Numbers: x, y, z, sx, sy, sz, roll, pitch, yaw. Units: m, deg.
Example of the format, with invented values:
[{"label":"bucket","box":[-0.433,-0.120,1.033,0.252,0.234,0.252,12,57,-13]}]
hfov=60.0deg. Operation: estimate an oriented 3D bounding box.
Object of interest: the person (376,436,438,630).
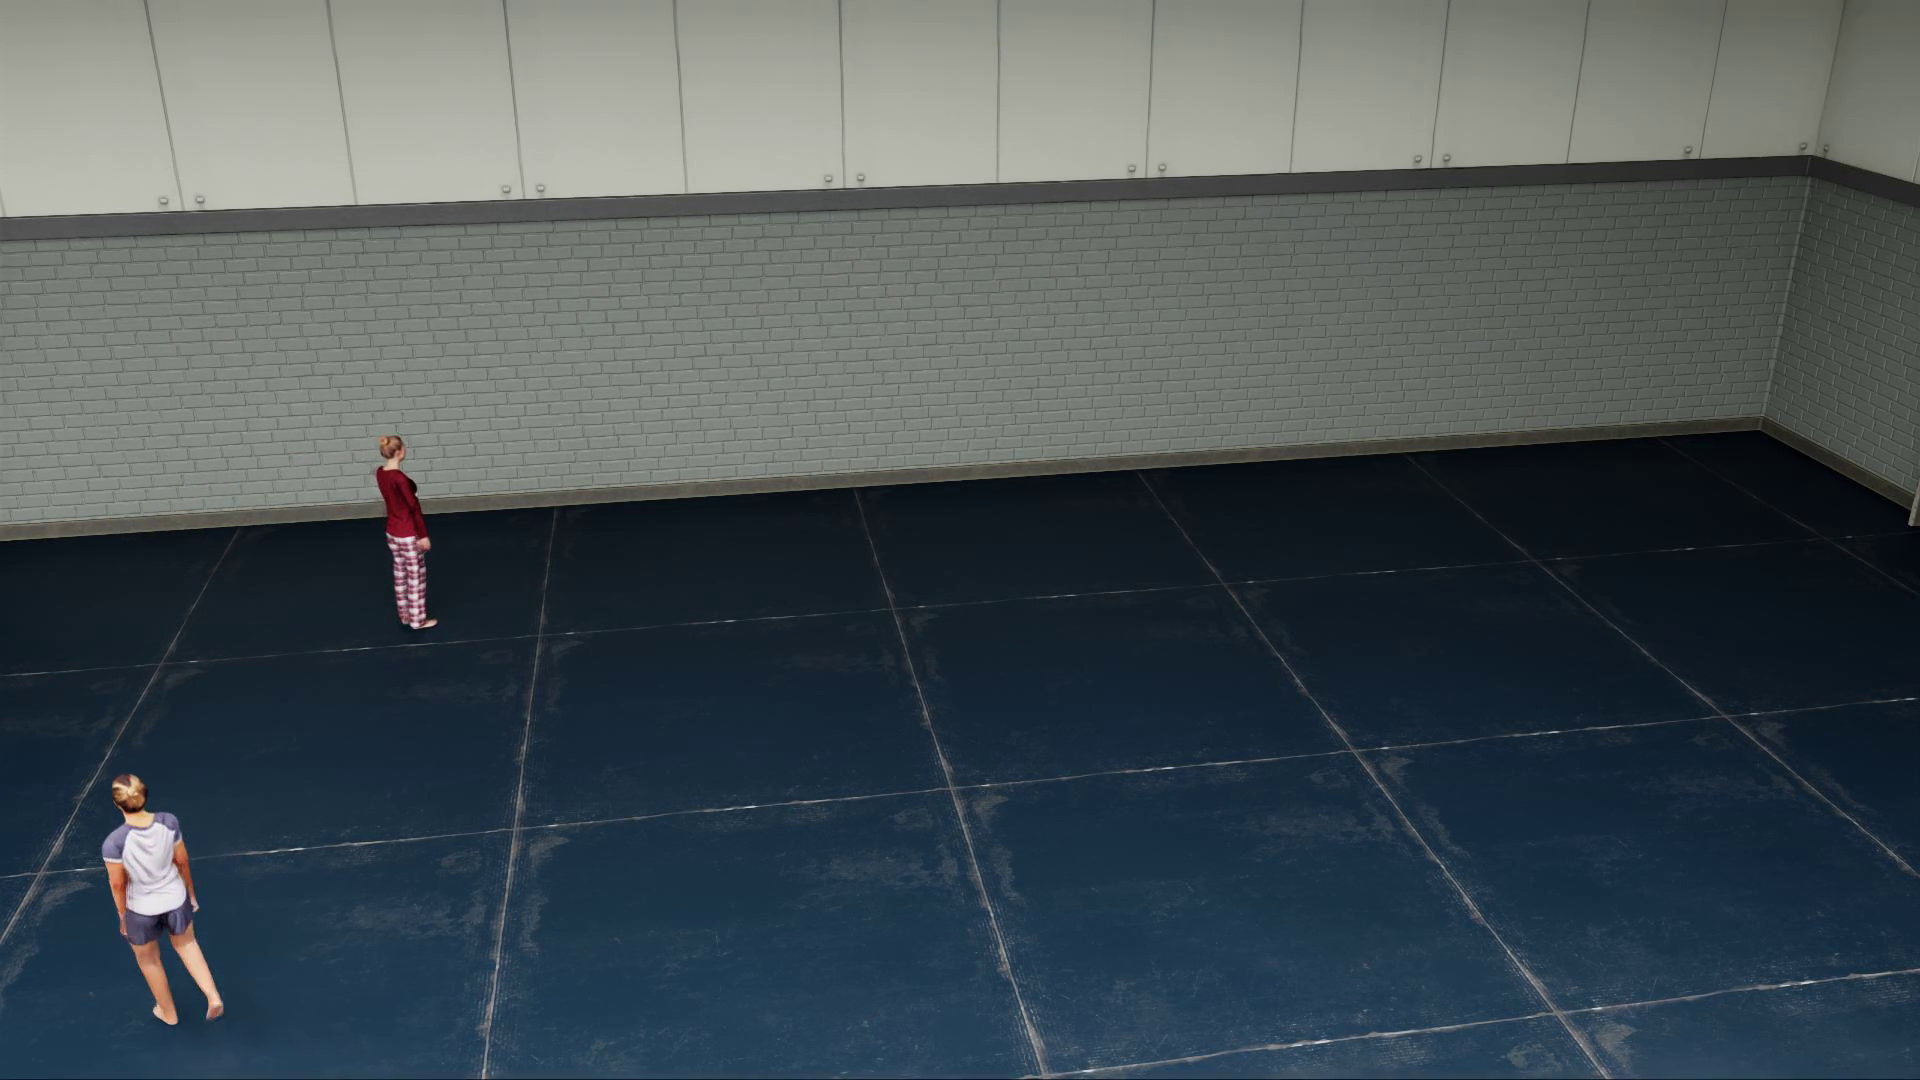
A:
[{"label":"person","box":[-4.648,-0.076,13.871,0.639,1.700,0.731,20,30,38]}]

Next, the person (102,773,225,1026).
[{"label":"person","box":[-4.350,2.018,9.061,0.887,1.609,0.807,18,29,37]}]
